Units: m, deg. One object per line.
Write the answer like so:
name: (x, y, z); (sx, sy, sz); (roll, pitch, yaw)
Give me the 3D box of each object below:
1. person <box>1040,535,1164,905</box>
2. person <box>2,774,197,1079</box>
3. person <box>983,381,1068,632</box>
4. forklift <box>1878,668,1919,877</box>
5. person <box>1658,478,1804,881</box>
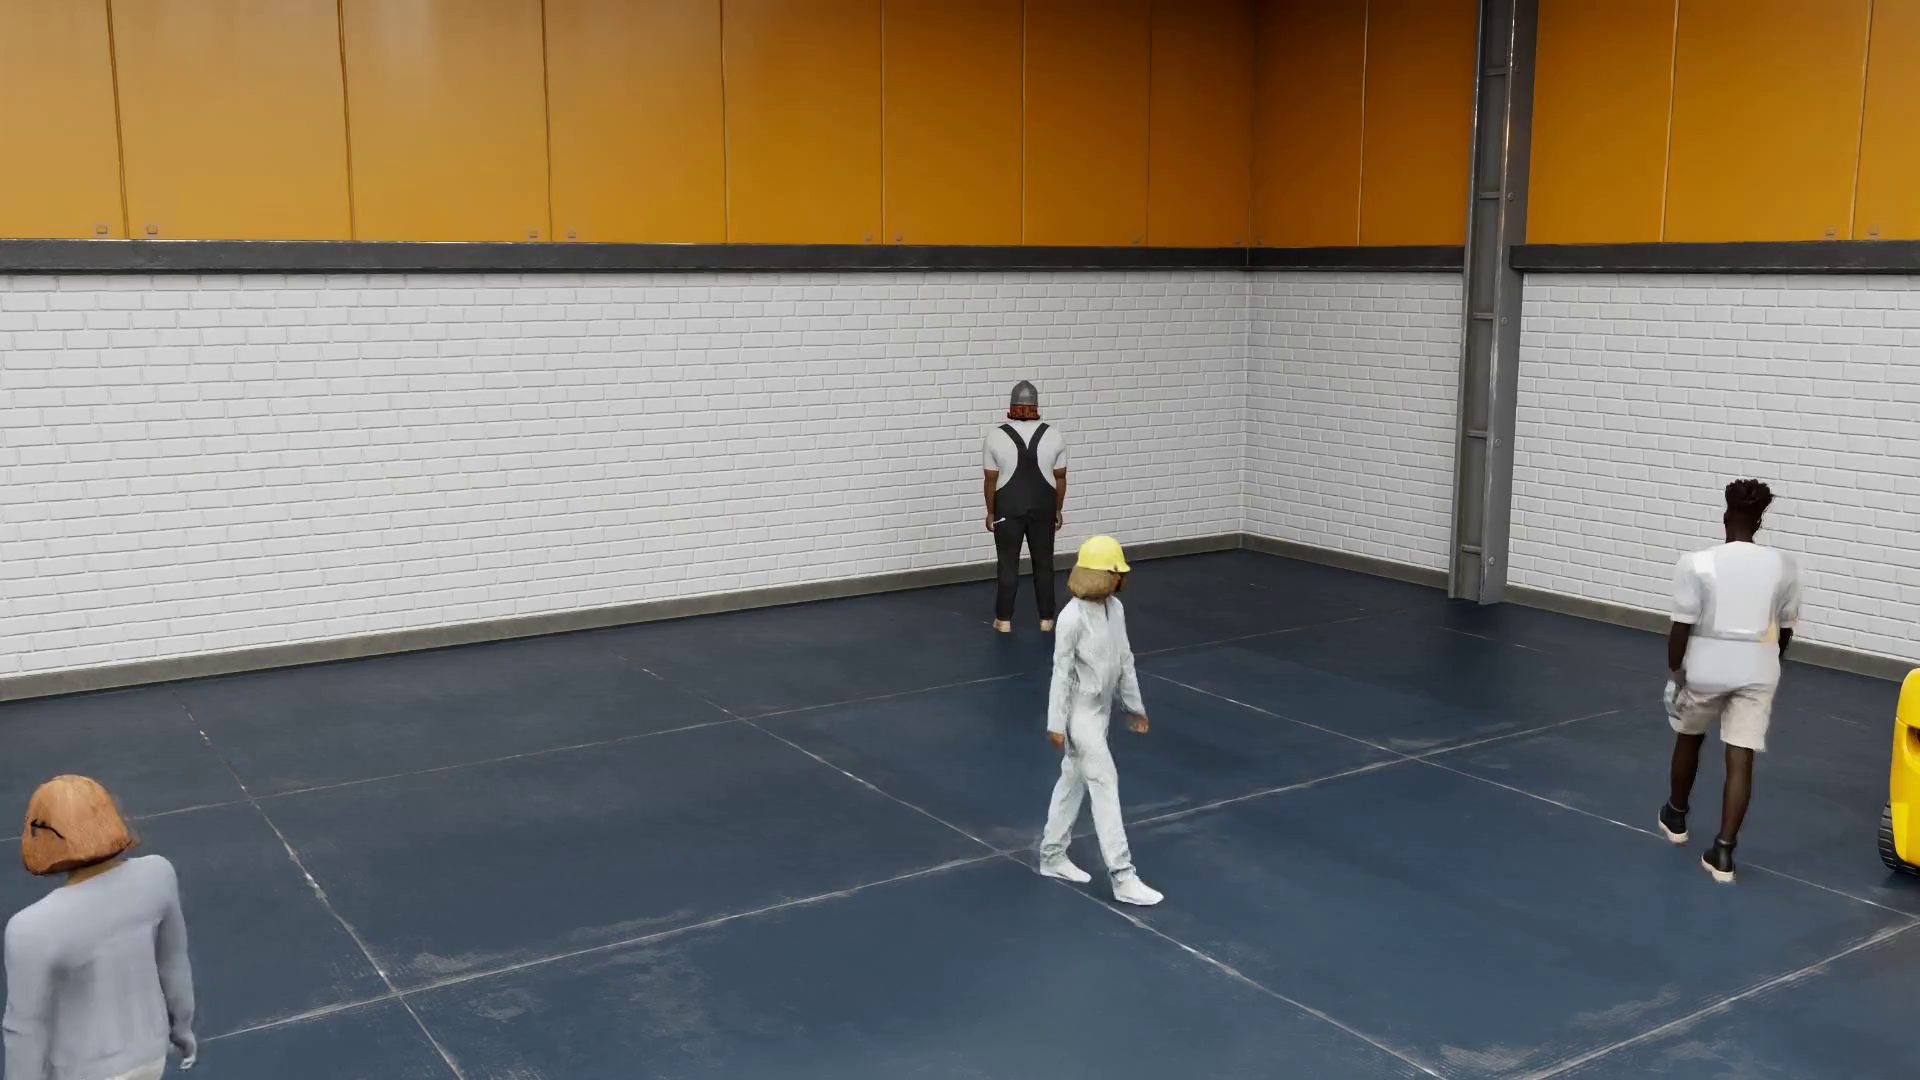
person: (0.701, 0.829, 7.786); (0.814, 1.708, 0.498); (6, 11, 30)
person: (-2.330, 1.417, 4.504); (0.341, 1.618, 0.528); (4, 10, 23)
person: (0.508, -0.274, 13.456); (0.684, 2.000, 0.538); (-1, 9, -6)
forklift: (5.511, 0.571, 7.906); (2.313, 2.155, 1.214); (-6, 11, -33)
person: (3.785, 0.648, 8.251); (0.611, 1.915, 0.919); (2, 10, 14)
